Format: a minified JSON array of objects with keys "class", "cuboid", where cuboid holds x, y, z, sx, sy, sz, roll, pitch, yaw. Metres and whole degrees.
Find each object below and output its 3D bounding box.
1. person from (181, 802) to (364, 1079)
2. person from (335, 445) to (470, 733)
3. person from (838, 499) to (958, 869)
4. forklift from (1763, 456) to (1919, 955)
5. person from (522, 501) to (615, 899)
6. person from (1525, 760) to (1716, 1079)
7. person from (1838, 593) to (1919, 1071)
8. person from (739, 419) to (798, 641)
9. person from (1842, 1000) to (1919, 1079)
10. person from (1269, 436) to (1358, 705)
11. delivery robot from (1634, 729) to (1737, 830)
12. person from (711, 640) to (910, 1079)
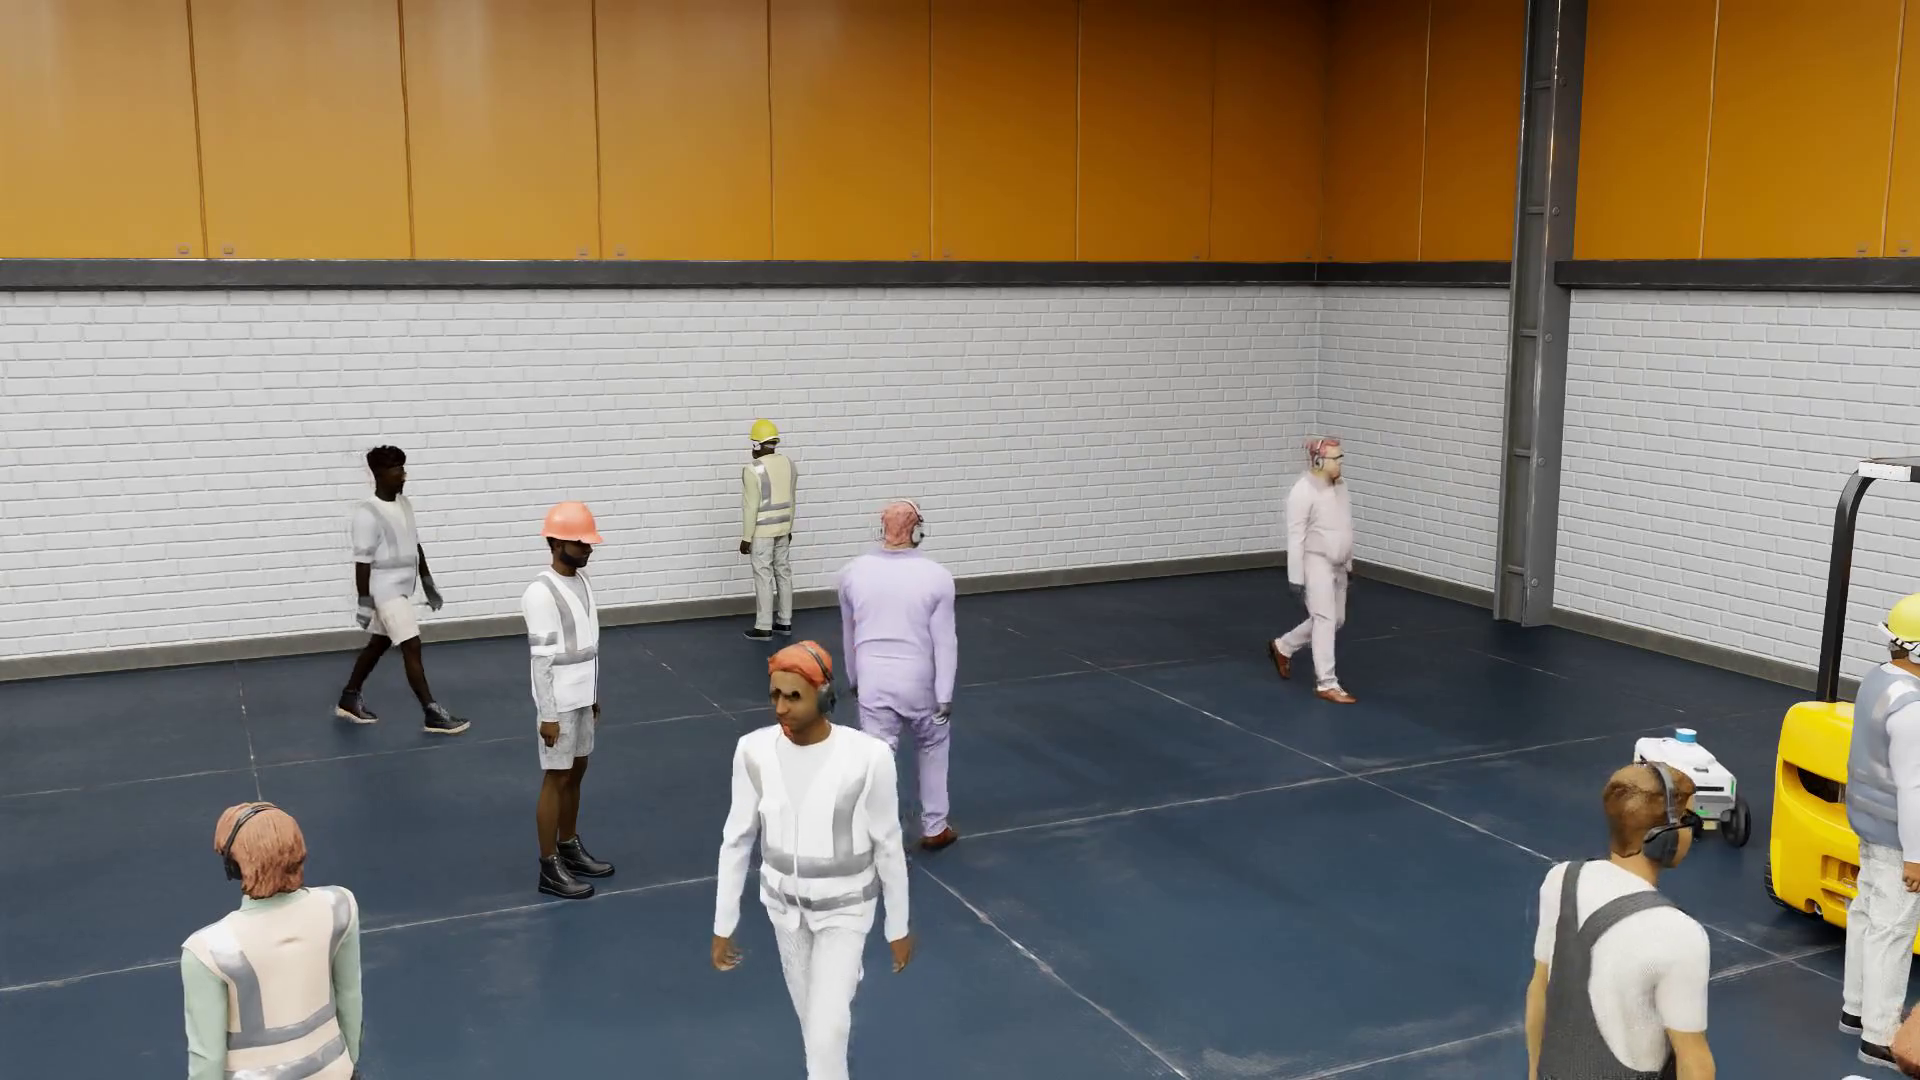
[{"class":"person","cuboid":[-1.826,1.504,4.483,0.308,1.639,0.511,6,11,34]},{"class":"person","cuboid":[-3.773,0.315,10.996,0.997,1.924,0.602,1,9,5]},{"class":"person","cuboid":[-0.285,0.718,8.617,0.648,1.885,0.727,2,9,14]},{"class":"forklift","cuboid":[4.857,0.731,7.561,2.313,2.155,1.214,-4,10,-25]},{"class":"person","cuboid":[-1.893,0.767,8.134,0.373,1.933,0.551,2,9,10]},{"class":"person","cuboid":[1.670,1.452,4.218,0.465,1.828,0.510,-2,9,-14]},{"class":"person","cuboid":[3.622,1.101,6.380,0.404,1.832,0.598,3,10,16]},{"class":"person","cuboid":[-1.601,-0.087,13.745,0.403,1.834,0.589,7,11,35]},{"class":"person","cuboid":[1.924,1.686,3.439,0.647,1.607,0.518,-4,10,-24]},{"class":"person","cuboid":[2.535,0.192,11.843,0.717,1.889,0.654,7,12,39]},{"class":"delivery robot","cuboid":[3.917,1.266,9.007,0.477,0.478,0.707,1,9,6]},{"class":"person","cuboid":[-0.521,1.253,5.348,0.607,1.854,0.817,4,10,24]}]
